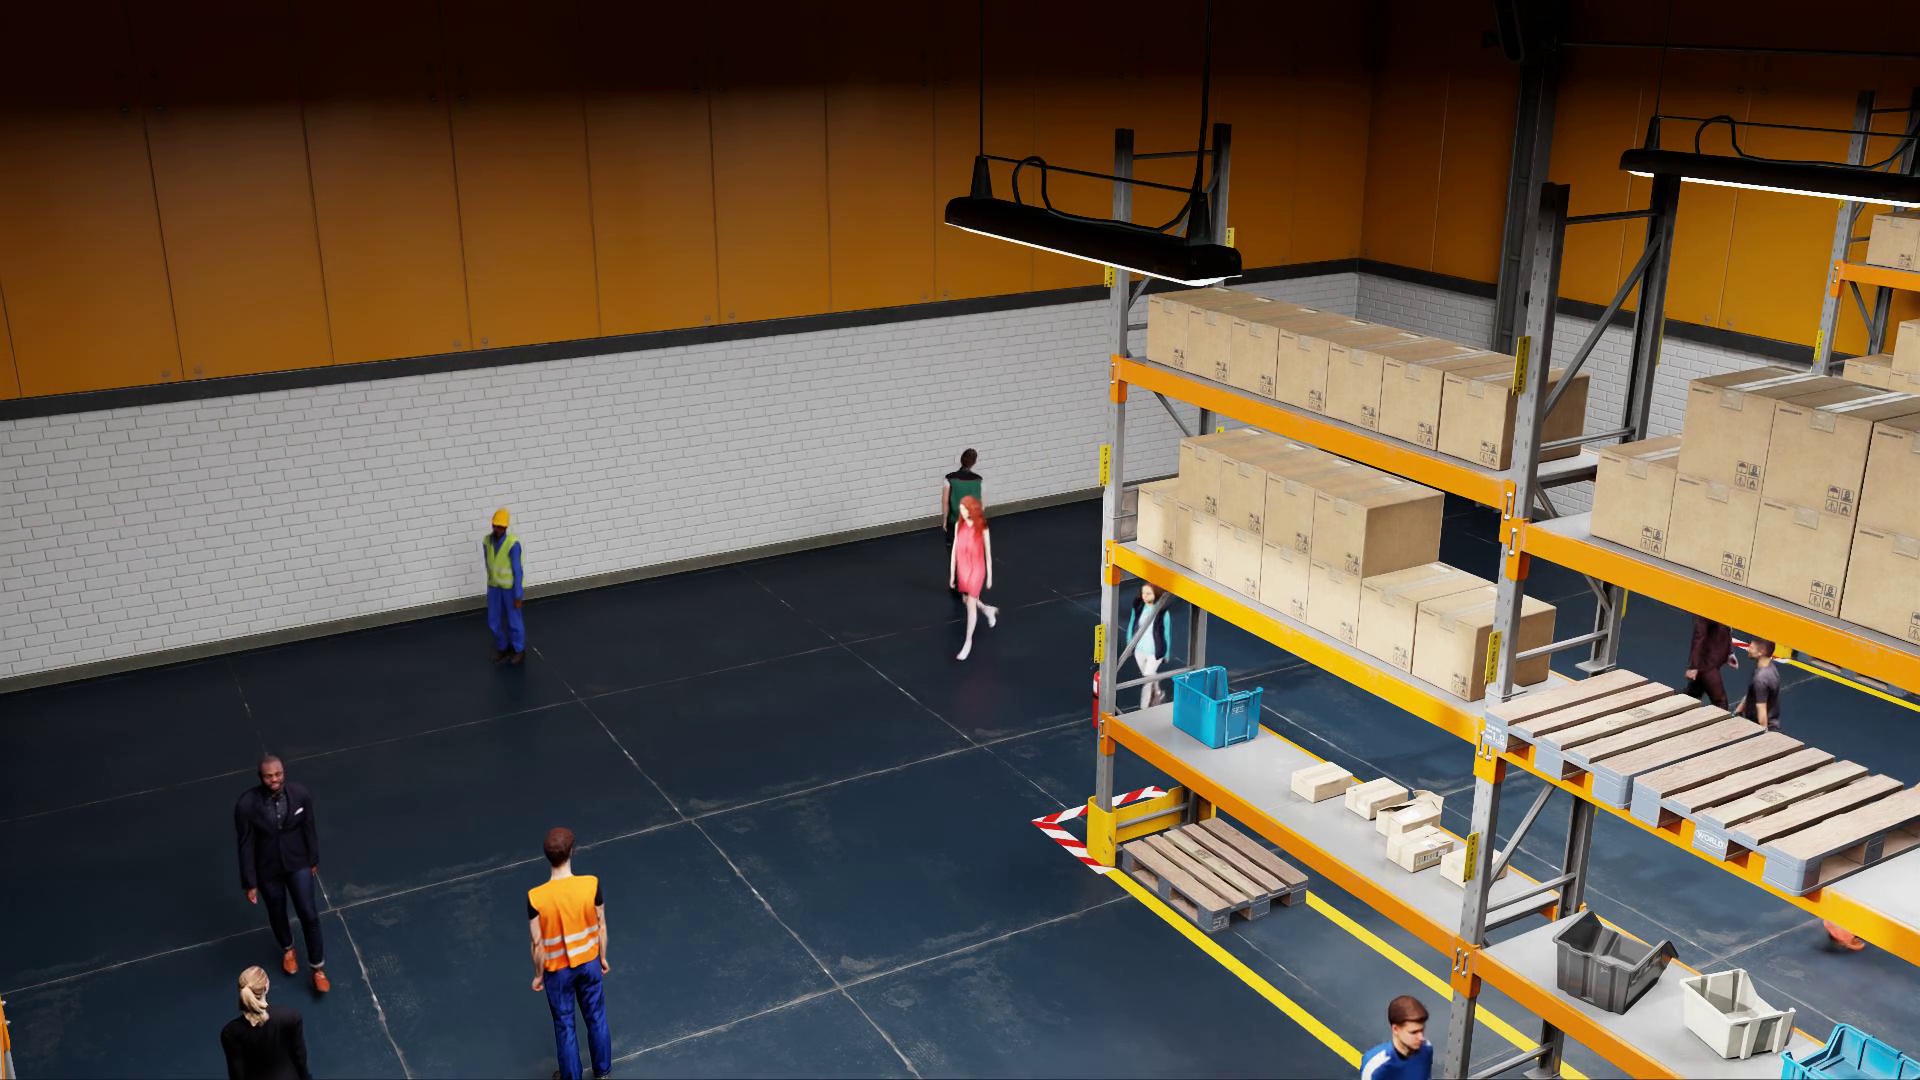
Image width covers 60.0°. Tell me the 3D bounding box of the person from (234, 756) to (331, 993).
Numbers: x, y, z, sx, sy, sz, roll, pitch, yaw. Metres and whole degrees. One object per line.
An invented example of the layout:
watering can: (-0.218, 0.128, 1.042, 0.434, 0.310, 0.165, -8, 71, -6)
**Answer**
person: (-4.974, 2.378, 12.177, 0.739, 1.787, 0.991, -8, 20, -24)

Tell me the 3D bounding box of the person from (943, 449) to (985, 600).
person: (0.018, -0.192, 19.756, 0.735, 1.821, 0.722, -8, 20, -24)

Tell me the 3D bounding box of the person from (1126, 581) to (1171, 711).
person: (1.910, 1.075, 16.541, 1.002, 1.472, 0.912, 12, 22, 33)

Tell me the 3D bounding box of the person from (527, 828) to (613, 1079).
person: (-2.533, 2.772, 10.860, 0.659, 1.880, 0.604, -10, 21, -26)

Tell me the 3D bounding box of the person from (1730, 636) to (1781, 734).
person: (6.967, 1.692, 14.313, 1.206, 1.723, 1.025, 11, 21, 29)

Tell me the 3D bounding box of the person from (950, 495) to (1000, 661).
person: (0.168, 0.370, 18.135, 1.156, 1.790, 1.019, 11, 21, 29)

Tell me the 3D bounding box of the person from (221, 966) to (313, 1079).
person: (-4.003, 3.257, 9.695, 0.598, 1.704, 0.514, -10, 21, -26)

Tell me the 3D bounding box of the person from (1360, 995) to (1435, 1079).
person: (2.356, 3.309, 9.314, 0.691, 1.850, 0.855, -14, 23, -35)

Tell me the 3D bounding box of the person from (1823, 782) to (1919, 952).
person: (6.940, 2.345, 12.341, 1.326, 1.745, 1.065, 9, 21, 25)

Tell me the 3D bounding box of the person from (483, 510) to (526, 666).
person: (-4.844, 0.494, 17.783, 0.846, 1.780, 0.912, 11, 22, 30)
